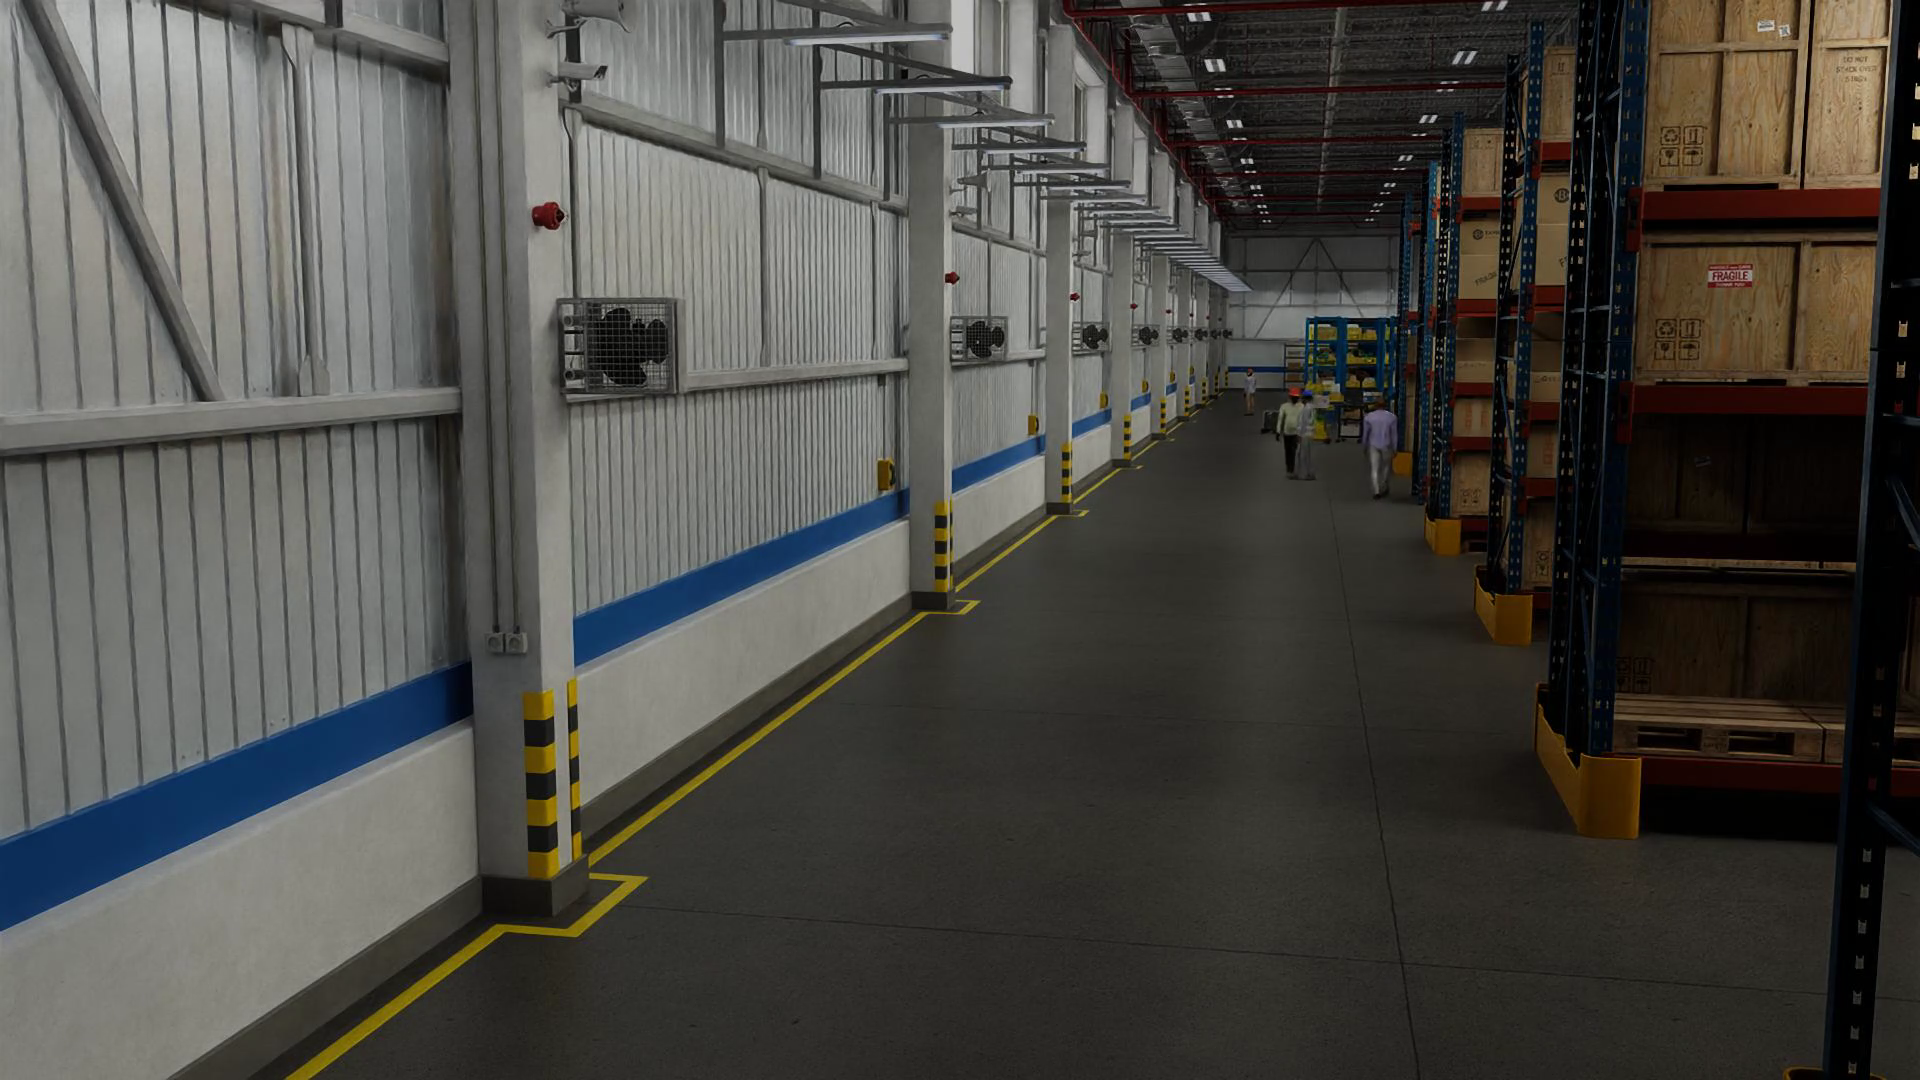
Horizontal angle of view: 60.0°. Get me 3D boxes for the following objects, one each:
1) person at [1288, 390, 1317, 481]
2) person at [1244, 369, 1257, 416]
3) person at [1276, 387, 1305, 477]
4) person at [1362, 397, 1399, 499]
[{"bbox_3d":[7.212,-2.177,34.763,0.553,1.905,0.717,1,7,7],"label":"person"},{"bbox_3d":[10.765,-5.492,61.814,0.573,1.755,0.319,-5,9,-37],"label":"person"},{"bbox_3d":[7.060,-2.271,35.336,0.668,1.961,0.851,2,7,17],"label":"person"},{"bbox_3d":[7.853,-1.717,31.091,0.653,1.883,1.006,2,7,18],"label":"person"}]
